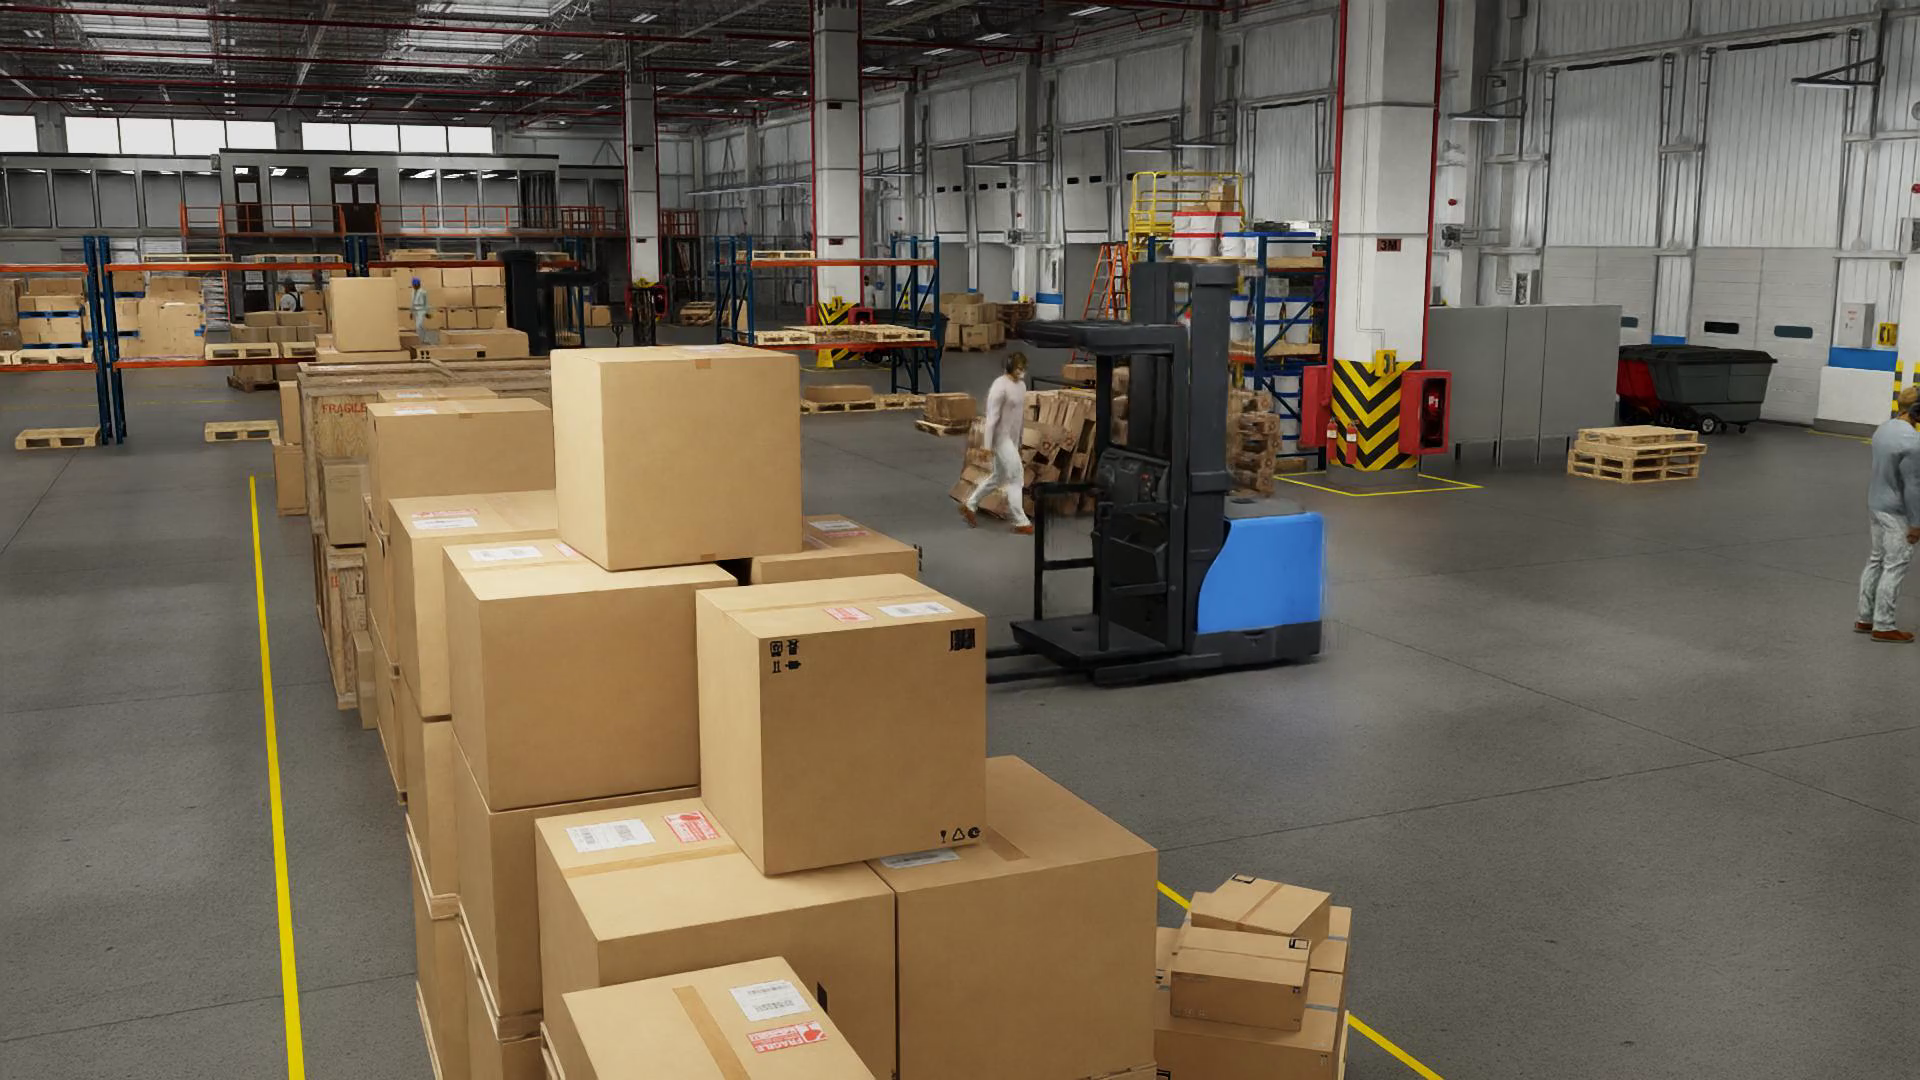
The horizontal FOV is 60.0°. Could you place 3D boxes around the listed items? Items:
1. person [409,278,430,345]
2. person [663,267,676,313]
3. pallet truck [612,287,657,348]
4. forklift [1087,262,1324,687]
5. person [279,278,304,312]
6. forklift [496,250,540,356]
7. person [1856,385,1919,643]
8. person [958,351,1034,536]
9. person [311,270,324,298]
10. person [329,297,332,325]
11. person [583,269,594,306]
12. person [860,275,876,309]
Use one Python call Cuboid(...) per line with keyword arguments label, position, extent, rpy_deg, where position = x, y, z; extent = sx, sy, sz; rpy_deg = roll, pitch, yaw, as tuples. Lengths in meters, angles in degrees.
Cuboid(label="person", position=(-14.928, -6.215, 45.579), extent=(0.654, 1.915, 0.834), rpy_deg=(9, 13, 39))
Cuboid(label="person", position=(-11.728, -10.097, 67.188), extent=(0.521, 1.844, 0.331), rpy_deg=(2, 10, 10))
Cuboid(label="pallet truck", position=(-6.464, -4.406, 35.401), extent=(0.823, 1.965, 1.885), rpy_deg=(6, 12, 32))
Cuboid(label="forklift", position=(1.533, -0.537, 11.646), extent=(1.873, 2.768, 1.129), rpy_deg=(-4, 11, -23))
Cuboid(label="person", position=(-16.190, -5.294, 40.178), extent=(0.538, 2.000, 0.684), rpy_deg=(2, 11, 13))
Cuboid(label="forklift", position=(-6.078, -2.610, 23.070), extent=(1.873, 2.768, 1.129), rpy_deg=(-4, 11, -23))
Cuboid(label="person", position=(6.965, -0.188, 12.368), extent=(0.380, 1.928, 0.636), rpy_deg=(1, 10, 4))
Cuboid(label="person", position=(0.393, -1.001, 16.970), extent=(0.959, 1.888, 0.654), rpy_deg=(5, 11, 25))
Cuboid(label="person", position=(-21.859, -8.266, 56.948), extent=(0.915, 1.899, 0.556), rpy_deg=(-9, 14, -41))
Cuboid(label="person", position=(-15.984, -5.720, 42.992), extent=(0.609, 1.871, 0.451), rpy_deg=(-1, 10, -7))
Cuboid(label="person", position=(-13.277, -8.694, 59.296), extent=(0.582, 1.911, 0.391), rpy_deg=(7, 12, 34))
Cuboid(label="person", position=(-2.898, -7.319, 51.856), extent=(0.552, 1.853, 0.422), rpy_deg=(1, 10, 7))
